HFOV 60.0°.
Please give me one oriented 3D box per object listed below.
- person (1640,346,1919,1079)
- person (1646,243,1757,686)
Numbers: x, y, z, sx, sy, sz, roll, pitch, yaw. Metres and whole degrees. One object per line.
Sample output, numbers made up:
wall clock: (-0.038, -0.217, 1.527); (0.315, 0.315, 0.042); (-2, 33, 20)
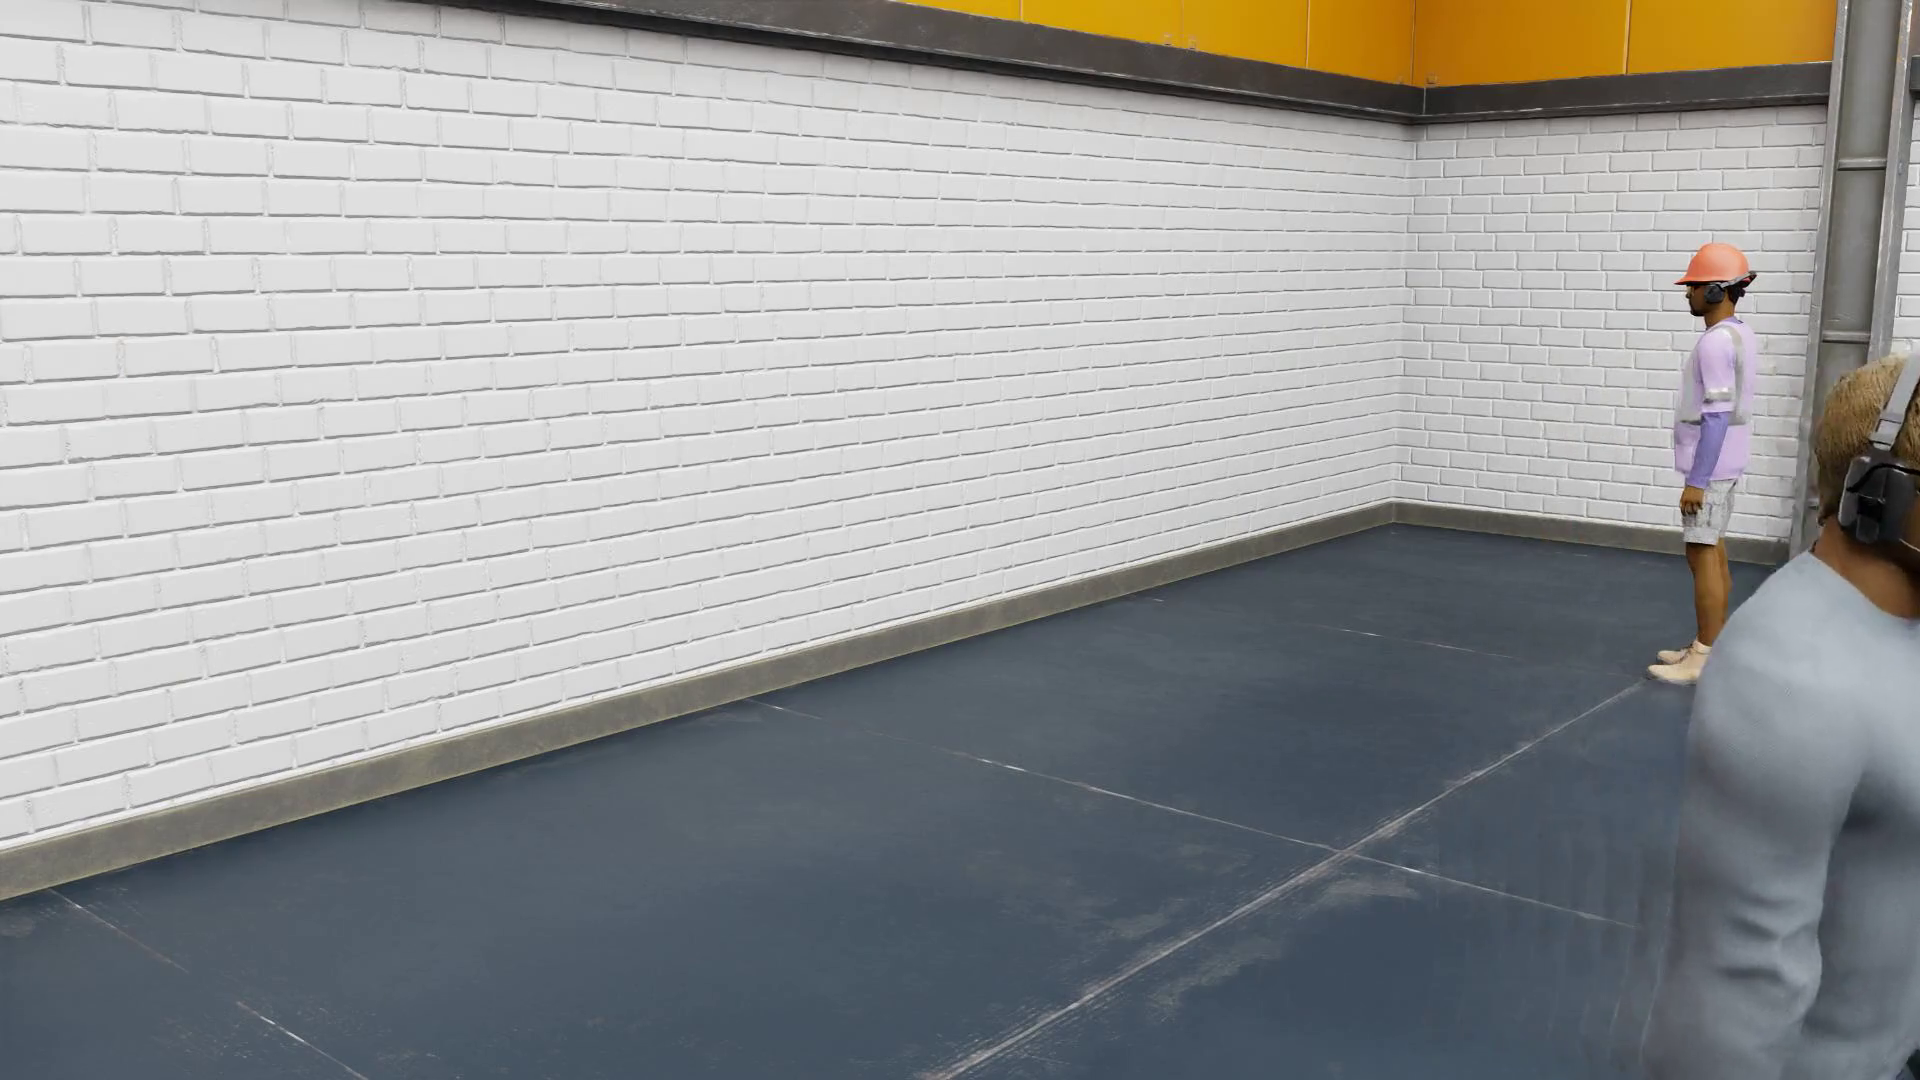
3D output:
person: (1.092, 0.714, 2.078); (0.449, 1.919, 0.625); (6, 12, 31)
person: (3.449, -0.342, 7.718); (0.373, 2.043, 0.615); (6, 12, 32)
